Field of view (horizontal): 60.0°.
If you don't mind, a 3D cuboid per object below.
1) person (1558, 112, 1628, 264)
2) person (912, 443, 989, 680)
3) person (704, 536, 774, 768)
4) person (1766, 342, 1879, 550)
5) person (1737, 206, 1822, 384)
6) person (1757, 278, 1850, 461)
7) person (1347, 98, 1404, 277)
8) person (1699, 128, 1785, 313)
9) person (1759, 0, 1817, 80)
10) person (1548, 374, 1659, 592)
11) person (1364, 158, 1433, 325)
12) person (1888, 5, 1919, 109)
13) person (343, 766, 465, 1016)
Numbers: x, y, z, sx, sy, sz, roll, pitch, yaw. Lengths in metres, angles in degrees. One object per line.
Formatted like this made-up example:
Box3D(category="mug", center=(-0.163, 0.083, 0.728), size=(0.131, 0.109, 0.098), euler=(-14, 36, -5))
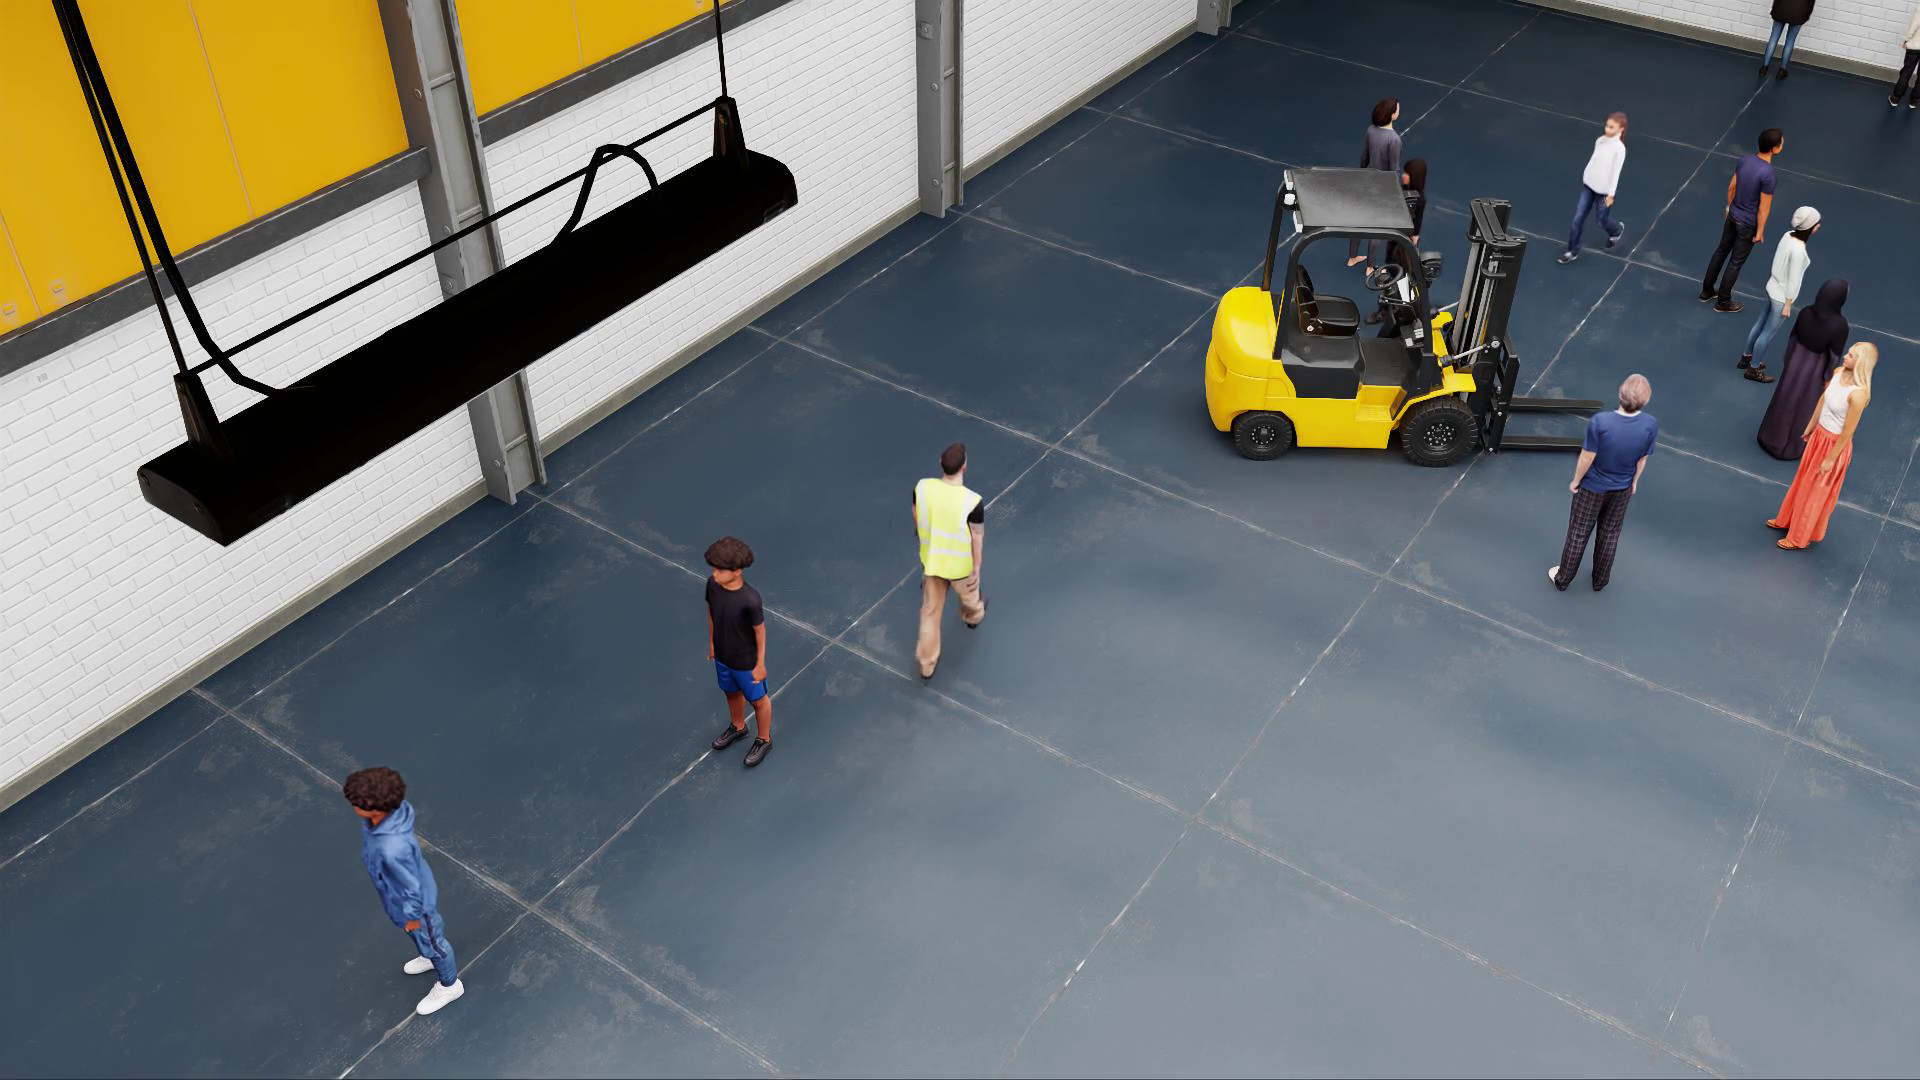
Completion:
Box3D(category="person", center=(6.276, -3.435, 16.181), size=(1.033, 1.537, 0.766), euler=(-21, 43, -24))
Box3D(category="person", center=(-0.109, 0.168, 11.459), size=(0.938, 1.798, 1.264), euler=(12, 40, 15))
Box3D(category="person", center=(-1.429, 0.710, 10.783), size=(0.603, 1.797, 0.539), euler=(24, 44, 27))
Box3D(category="person", center=(6.559, -0.713, 12.560), size=(0.790, 1.802, 0.686), euler=(3, 39, 3))
Box3D(category="person", center=(7.160, -2.160, 14.499), size=(0.704, 1.644, 0.580), euler=(4, 39, 5))
Box3D(category="person", center=(6.924, -1.410, 13.583), size=(0.703, 1.614, 0.689), euler=(-22, 43, -25))
Box3D(category="person", center=(4.001, -3.394, 15.945), size=(0.643, 1.768, 0.676), euler=(-24, 44, -27))
Box3D(category="person", center=(7.249, -2.972, 15.396), size=(0.731, 1.792, 0.717), euler=(-12, 40, -15))
Box3D(category="person", center=(9.836, -6.278, 19.661), size=(0.639, 1.637, 0.625), euler=(21, 43, 24))
Box3D(category="person", center=(4.712, -0.404, 12.117), size=(0.740, 1.872, 0.736), euler=(2, 39, 3))
Box3D(category="person", center=(4.119, -2.756, 15.256), size=(0.999, 1.629, 0.902), euler=(-10, 40, -13))
Box3D(category="person", center=(11.050, -5.680, 19.057), size=(0.622, 1.455, 0.583), euler=(14, 41, 17))
Box3D(category="person", center=(-3.077, 1.924, 9.253), size=(0.743, 1.809, 0.755), euler=(-17, 42, -20))
